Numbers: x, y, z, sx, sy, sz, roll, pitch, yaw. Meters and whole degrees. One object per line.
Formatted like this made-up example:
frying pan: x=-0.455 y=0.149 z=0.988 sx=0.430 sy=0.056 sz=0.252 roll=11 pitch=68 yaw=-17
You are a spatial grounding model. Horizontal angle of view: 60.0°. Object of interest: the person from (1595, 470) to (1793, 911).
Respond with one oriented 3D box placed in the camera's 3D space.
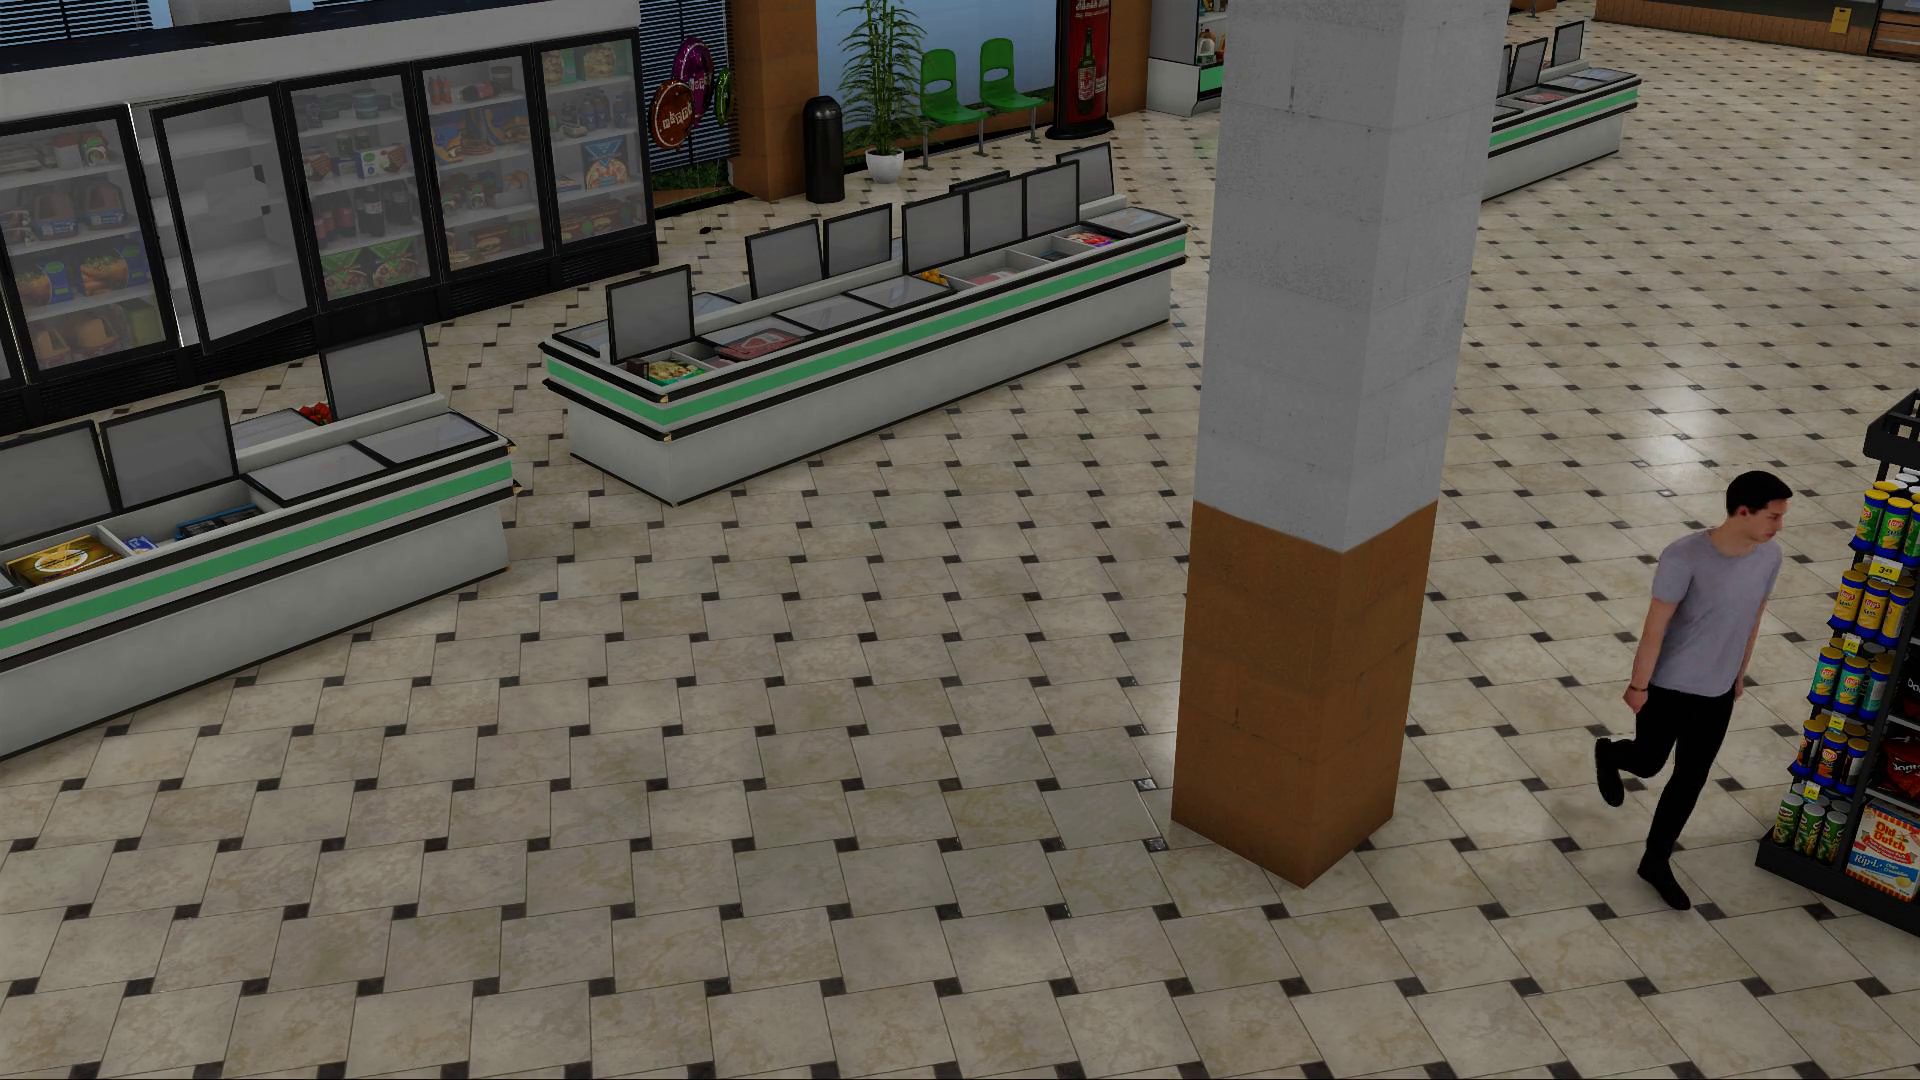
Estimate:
person: x=2.879 y=0.525 z=6.672 sx=1.136 sy=1.828 sz=1.133 roll=-3 pitch=27 yaw=-6
